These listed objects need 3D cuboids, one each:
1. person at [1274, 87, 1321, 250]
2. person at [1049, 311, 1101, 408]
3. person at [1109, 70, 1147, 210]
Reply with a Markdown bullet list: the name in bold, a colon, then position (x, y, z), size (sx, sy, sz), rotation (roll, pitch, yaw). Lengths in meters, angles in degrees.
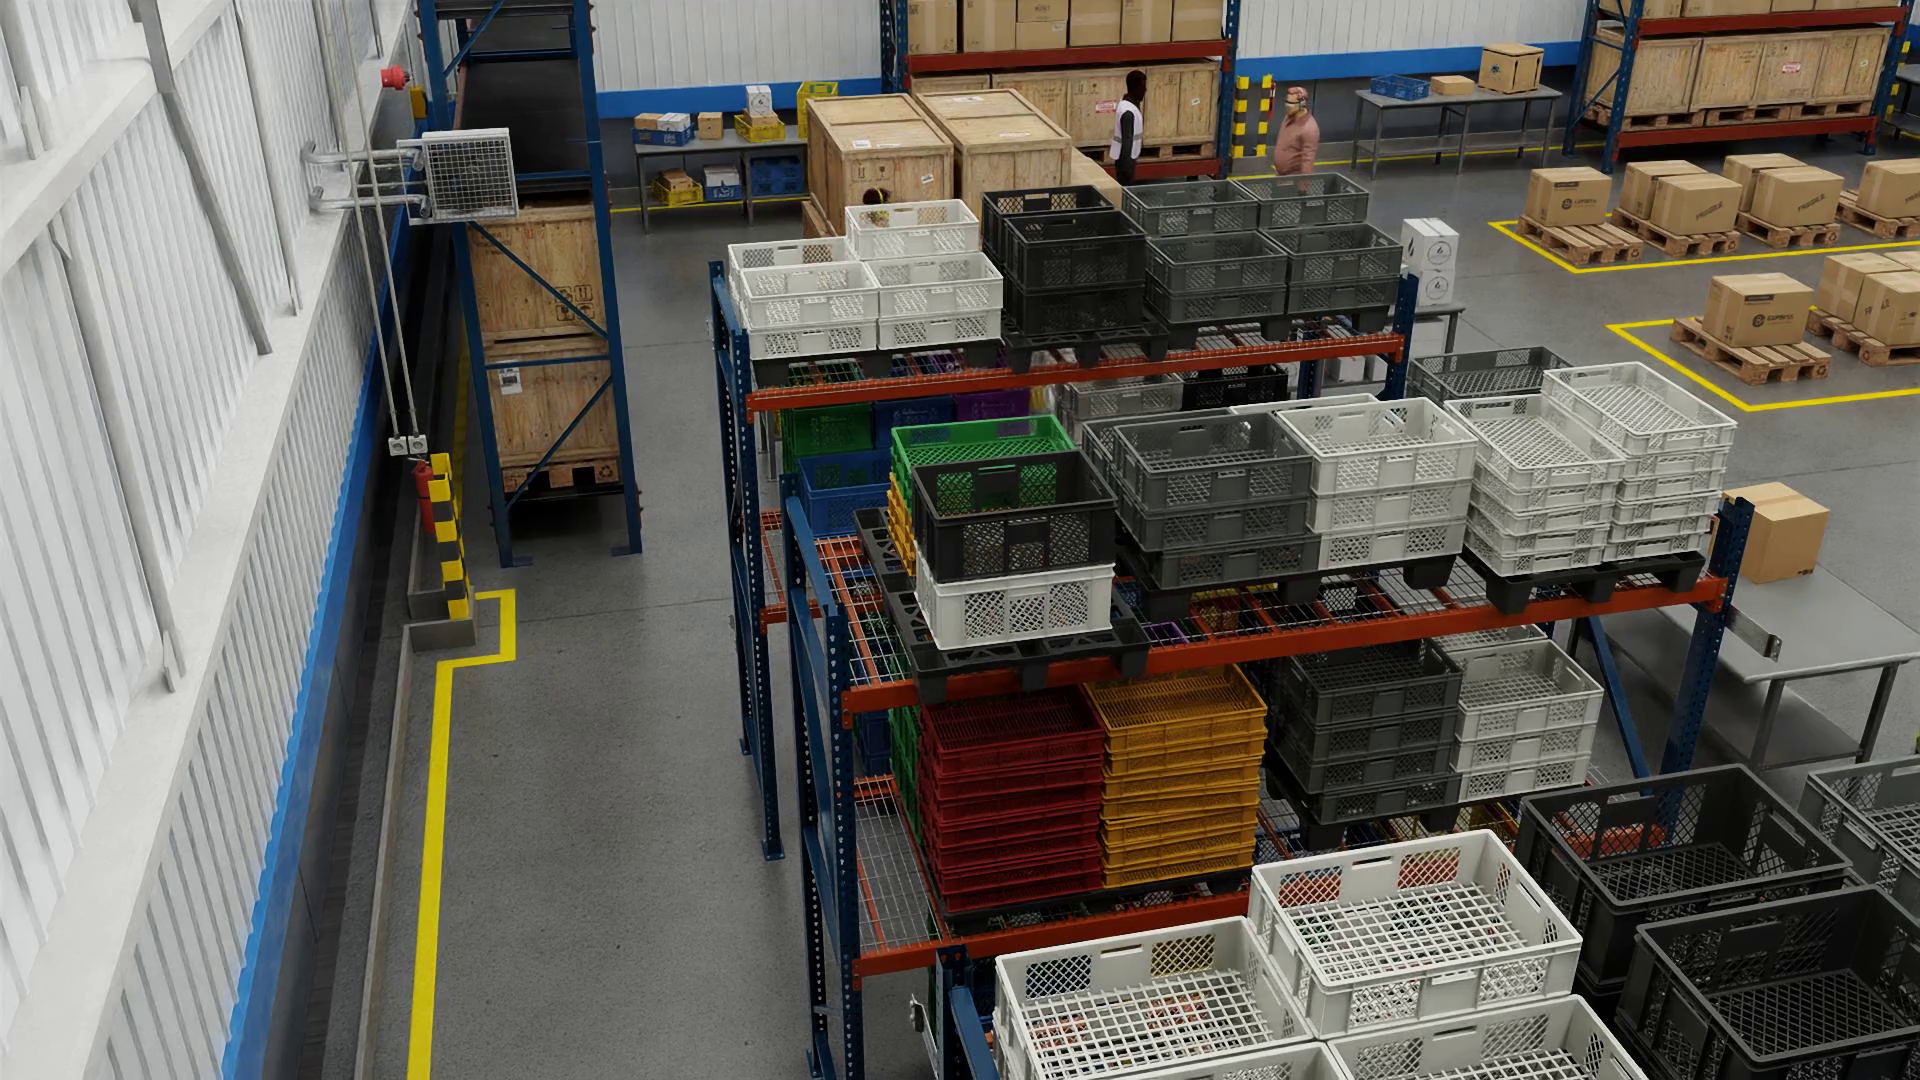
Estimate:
- **person**: position (3.492, -3.815, 17.529), size (0.401, 1.900, 0.651), rotation (-6, 28, -10)
- **person**: position (0.871, -1.007, 12.225), size (0.456, 1.867, 0.596), rotation (0, 28, 0)
- **person**: position (1.815, -4.164, 18.175), size (0.376, 1.912, 0.589), rotation (3, 28, 5)
